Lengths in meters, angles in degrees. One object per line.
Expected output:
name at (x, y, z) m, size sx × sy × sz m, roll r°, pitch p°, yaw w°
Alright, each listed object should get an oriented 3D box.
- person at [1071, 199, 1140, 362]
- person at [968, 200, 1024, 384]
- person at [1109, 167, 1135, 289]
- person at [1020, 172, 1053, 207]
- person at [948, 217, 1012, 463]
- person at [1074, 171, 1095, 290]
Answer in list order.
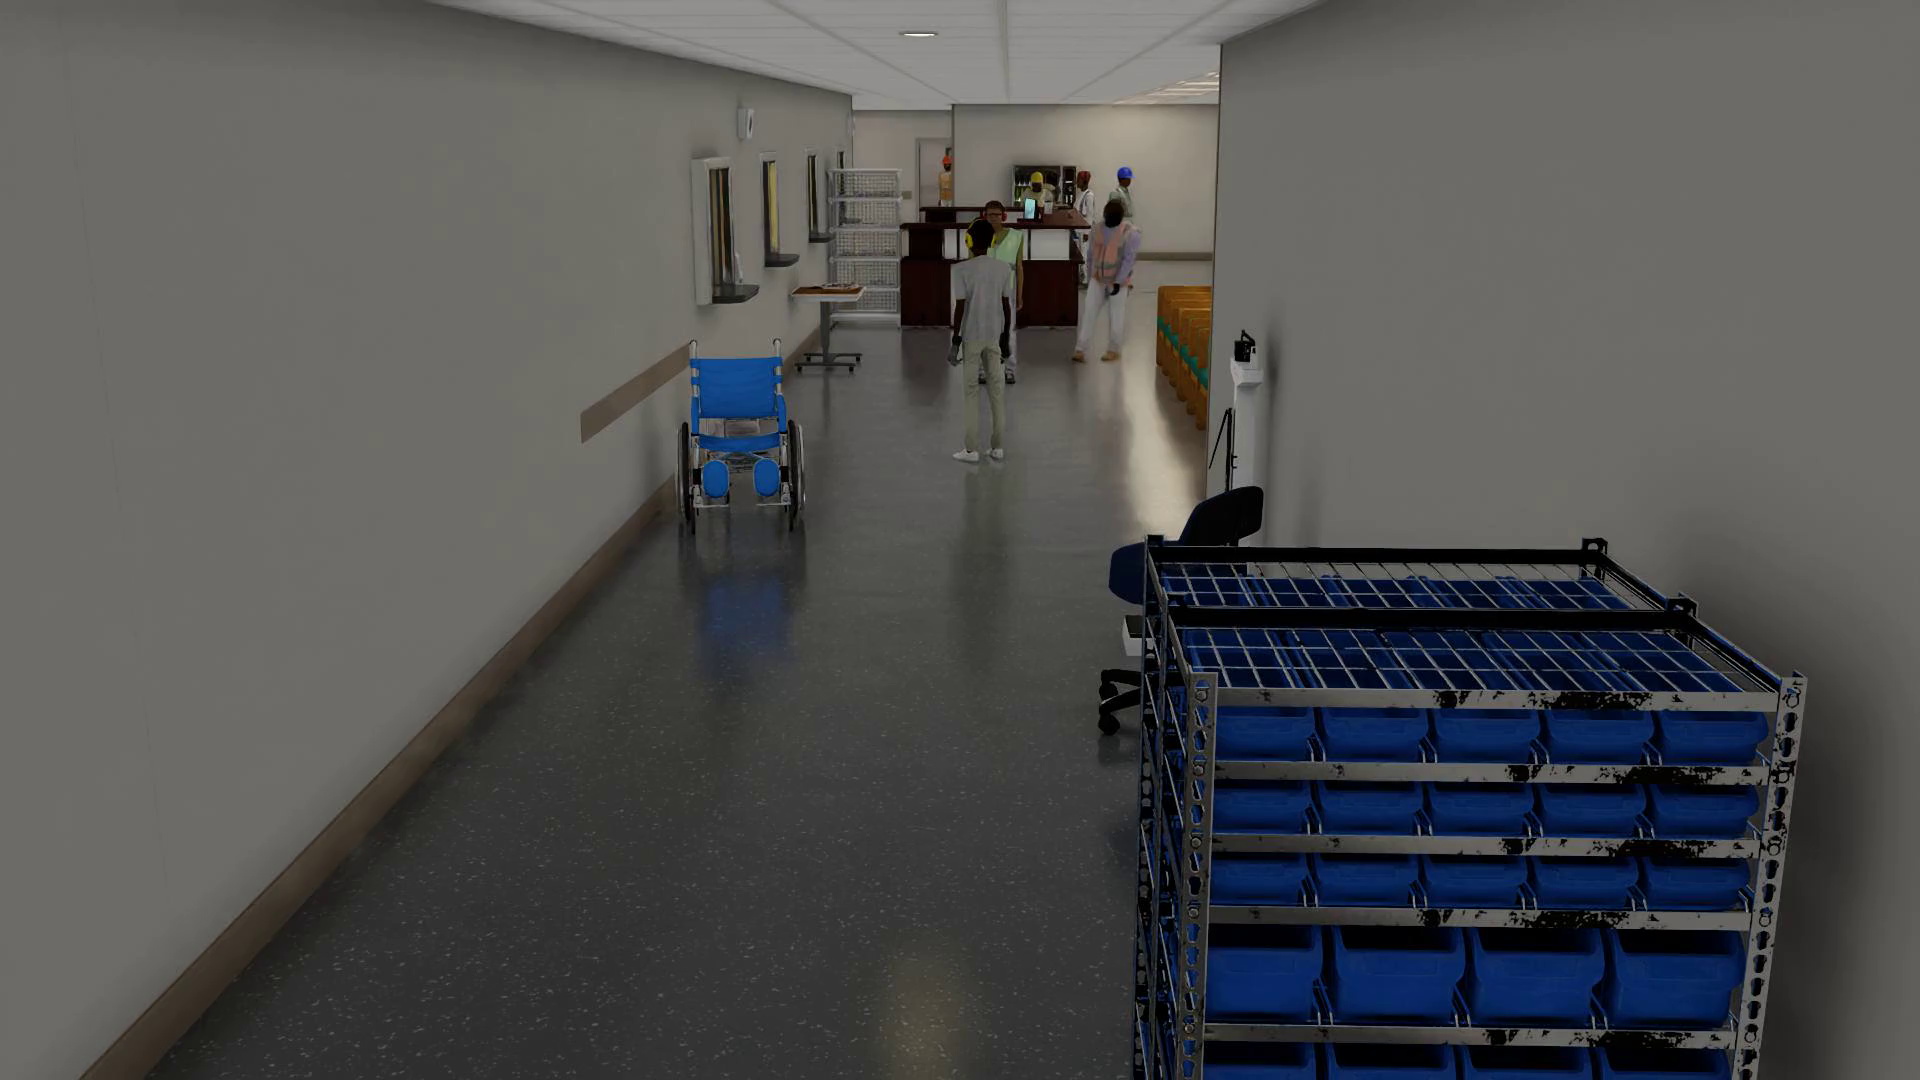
person at (1.607, -2.810, 18.164) m, size 0.661 × 1.788 × 0.844 m, roll 8°, pitch 16°, yaw 29°
person at (0.361, -2.496, 16.780) m, size 0.560 × 1.839 × 0.395 m, roll 1°, pitch 14°, yaw 3°
person at (2.594, -4.993, 26.679) m, size 0.391 × 1.949 × 0.602 m, roll 8°, pitch 16°, yaw 30°
person at (1.317, -5.422, 28.690) m, size 0.597 × 1.824 × 0.403 m, roll 1°, pitch 14°, yaw 5°
person at (0.151, -1.523, 12.760) m, size 0.531 × 1.870 × 0.318 m, roll -7°, pitch 15°, yaw -26°
person at (1.973, -4.963, 26.696) m, size 0.355 × 1.882 × 0.576 m, roll -3°, pitch 14°, yaw -13°
